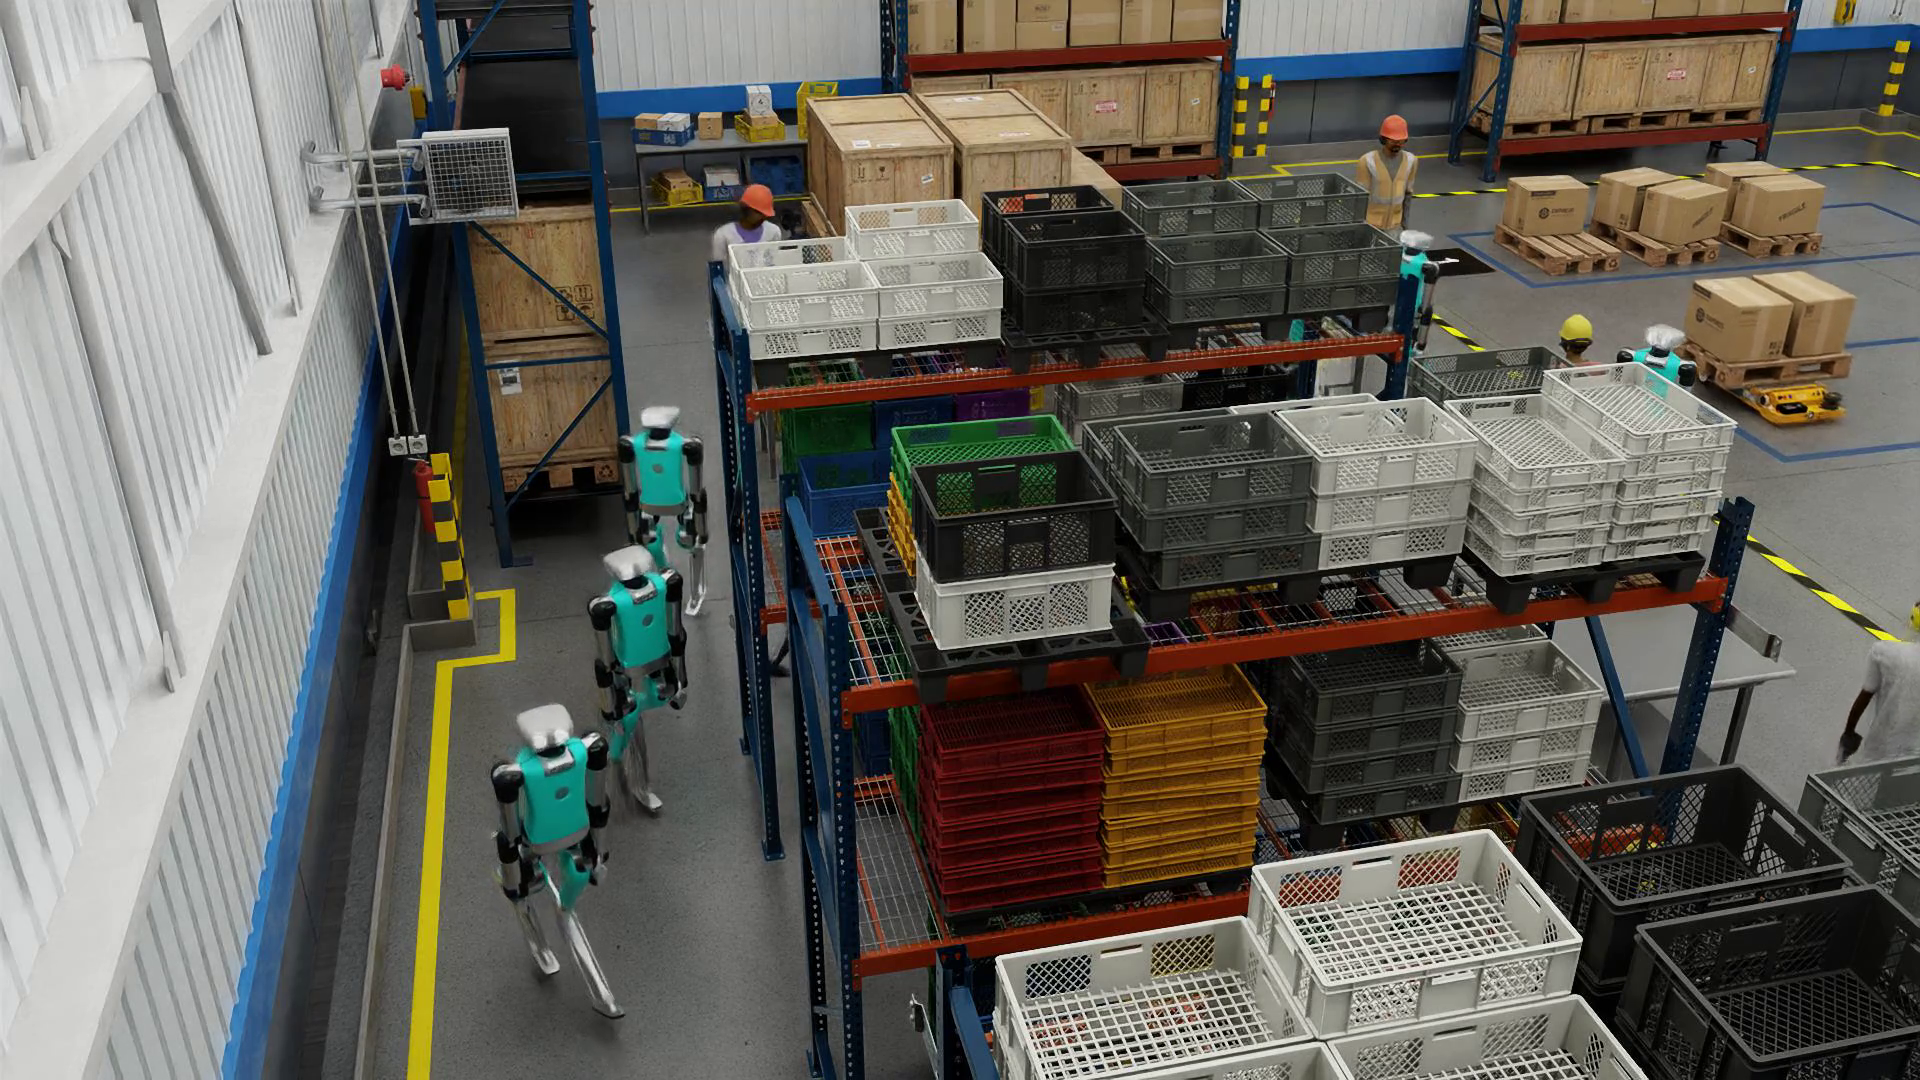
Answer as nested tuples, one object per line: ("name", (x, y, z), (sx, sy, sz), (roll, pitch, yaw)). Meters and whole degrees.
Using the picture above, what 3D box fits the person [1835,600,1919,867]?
("person", (4.671, 1.093, 8.286), (0.518, 1.850, 0.649), (16, 32, 28))

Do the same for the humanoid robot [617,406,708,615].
("humanoid robot", (-1.844, -0.159, 10.817), (0.546, 1.769, 0.993), (1, 28, 2))

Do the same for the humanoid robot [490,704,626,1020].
("humanoid robot", (-1.935, 1.445, 7.740), (0.543, 1.728, 1.022), (-20, 34, -32))

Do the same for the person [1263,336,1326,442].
("person", (2.566, -1.427, 13.132), (1.012, 1.777, 0.626), (7, 29, 13))

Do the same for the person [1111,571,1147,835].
("person", (0.797, 0.960, 8.520), (0.319, 1.859, 0.506), (0, 28, -1))

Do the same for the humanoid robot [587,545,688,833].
("humanoid robot", (-1.813, 0.804, 9.031), (0.541, 1.866, 0.736), (-22, 35, -35))

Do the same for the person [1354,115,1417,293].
("person", (4.045, -3.049, 15.929), (0.604, 2.045, 0.384), (-6, 28, -11))

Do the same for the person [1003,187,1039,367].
("person", (0.540, -2.047, 14.142), (0.377, 1.937, 0.545), (-10, 29, -19))

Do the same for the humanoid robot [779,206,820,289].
("humanoid robot", (-1.347, -2.135, 14.666), (0.790, 1.620, 0.602), (11, 30, 20))

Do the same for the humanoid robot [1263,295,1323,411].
("humanoid robot", (2.412, -1.218, 12.798), (0.664, 1.815, 0.539), (0, 28, 0))

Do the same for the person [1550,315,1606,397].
("person", (4.278, -0.758, 11.877), (0.521, 1.768, 0.308), (-5, 28, -10))

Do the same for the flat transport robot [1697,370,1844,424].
("flat transport robot", (7.058, -1.419, 14.708), (0.652, 0.197, 1.431), (-6, 28, -12))

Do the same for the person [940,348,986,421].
("person", (0.003, -0.713, 11.631), (0.393, 1.920, 0.587), (-6, 28, -11))

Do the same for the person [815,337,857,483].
("person", (-0.877, -0.768, 11.846), (0.622, 1.825, 0.510), (-24, 36, -38))

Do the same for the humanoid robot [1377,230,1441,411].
("humanoid robot", (3.747, -1.708, 13.760), (0.703, 1.823, 0.589), (-21, 34, -34))

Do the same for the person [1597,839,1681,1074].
("person", (2.624, 1.943, 6.777), (0.492, 1.742, 0.311), (14, 31, 25))

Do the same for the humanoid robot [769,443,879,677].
("humanoid robot", (-0.895, 0.147, 10.326), (0.788, 1.632, 0.601), (-5, 28, -9))

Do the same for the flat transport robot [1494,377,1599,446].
("flat transport robot", (4.780, -1.036, 14.013), (0.659, 0.231, 1.431), (-6, 28, -12))

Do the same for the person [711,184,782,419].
("person", (-1.822, -2.060, 14.118), (0.656, 1.989, 0.645), (-14, 31, -24))

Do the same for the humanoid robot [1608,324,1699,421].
("humanoid robot", (4.880, -0.778, 11.809), (0.533, 1.673, 0.735), (16, 32, 28))
